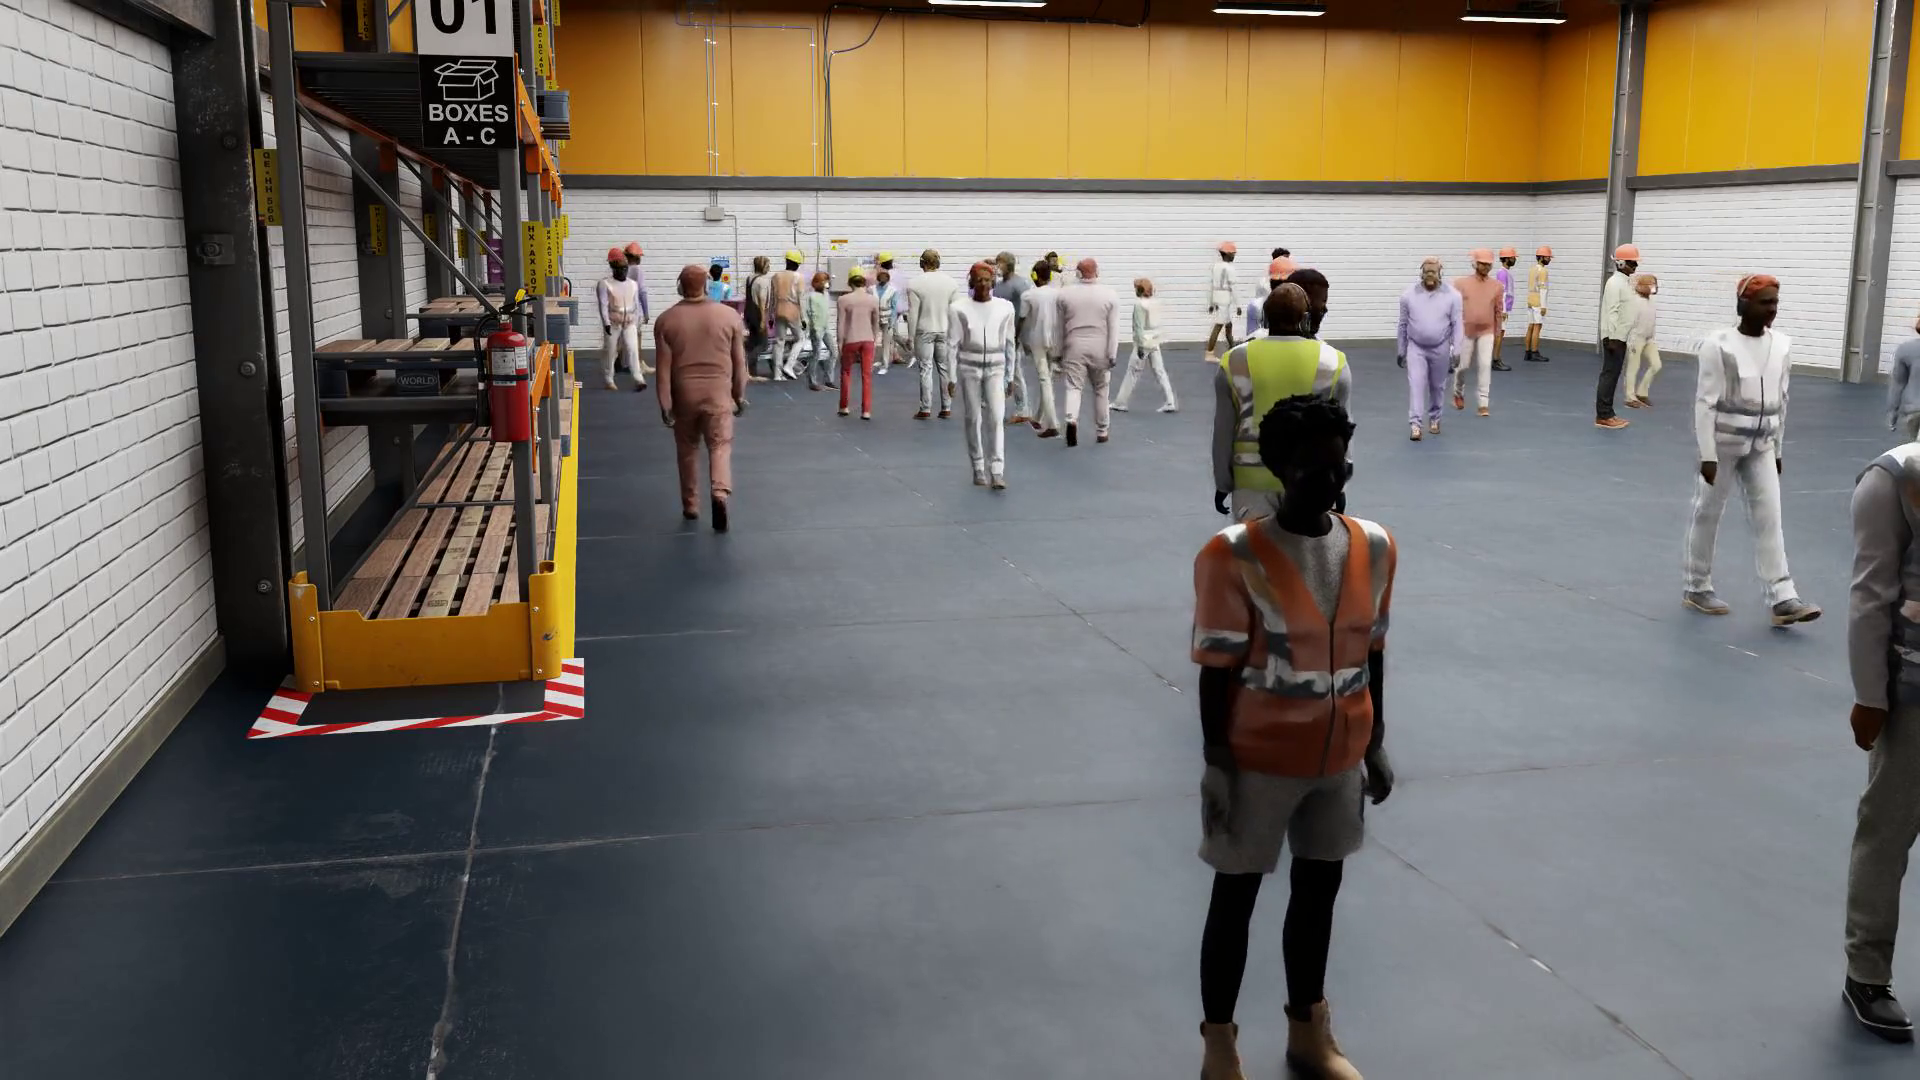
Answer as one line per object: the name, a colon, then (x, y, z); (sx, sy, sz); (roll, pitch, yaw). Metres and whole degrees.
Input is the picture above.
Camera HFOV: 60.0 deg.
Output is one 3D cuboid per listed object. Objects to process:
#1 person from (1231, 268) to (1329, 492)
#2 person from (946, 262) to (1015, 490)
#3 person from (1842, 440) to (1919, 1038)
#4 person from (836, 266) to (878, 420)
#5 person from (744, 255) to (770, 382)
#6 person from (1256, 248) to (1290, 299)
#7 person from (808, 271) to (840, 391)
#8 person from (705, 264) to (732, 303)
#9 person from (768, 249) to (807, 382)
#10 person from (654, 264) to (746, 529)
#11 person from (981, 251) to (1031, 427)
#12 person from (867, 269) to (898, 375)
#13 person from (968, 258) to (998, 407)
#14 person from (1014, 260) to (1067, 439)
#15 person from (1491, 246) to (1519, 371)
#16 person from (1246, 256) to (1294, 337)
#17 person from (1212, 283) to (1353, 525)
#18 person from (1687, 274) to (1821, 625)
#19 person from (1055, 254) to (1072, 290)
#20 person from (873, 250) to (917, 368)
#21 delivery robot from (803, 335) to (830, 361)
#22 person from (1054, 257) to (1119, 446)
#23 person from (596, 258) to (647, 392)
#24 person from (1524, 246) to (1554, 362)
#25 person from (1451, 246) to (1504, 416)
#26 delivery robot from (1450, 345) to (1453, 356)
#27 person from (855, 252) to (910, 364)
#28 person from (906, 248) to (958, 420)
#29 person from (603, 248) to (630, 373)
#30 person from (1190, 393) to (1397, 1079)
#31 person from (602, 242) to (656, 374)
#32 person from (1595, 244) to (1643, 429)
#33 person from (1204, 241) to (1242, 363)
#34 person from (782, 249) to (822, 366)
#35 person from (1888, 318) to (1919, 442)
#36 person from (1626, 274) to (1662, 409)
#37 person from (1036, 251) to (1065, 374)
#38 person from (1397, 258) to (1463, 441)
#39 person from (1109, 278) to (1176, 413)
person: (1.685, -0.413, 8.408); (0.625, 1.885, 0.741); (-9, 14, -41)
person: (0.185, -1.327, 13.589); (0.596, 1.842, 0.903); (-1, 10, -7)
person: (2.563, 0.365, 4.260); (0.590, 1.833, 0.404); (-1, 10, -7)
person: (-1.198, -2.260, 19.099); (0.528, 1.728, 0.823); (-4, 11, -19)
person: (-2.952, -3.139, 23.700); (0.506, 1.824, 0.550); (-8, 13, -37)
person: (3.923, -2.582, 20.323); (0.630, 1.929, 0.887); (1, 10, 5)
person: (-1.813, -2.802, 22.406); (0.565, 1.613, 0.520); (4, 11, 23)
person: (-3.878, -3.552, 26.447); (0.534, 1.660, 0.854); (0, 10, -3)
person: (-2.486, -3.220, 23.930); (0.721, 1.895, 0.491); (6, 12, 28)
person: (-1.844, -1.027, 11.870); (0.641, 1.873, 0.888); (-1, 10, -8)
person: (0.439, -2.187, 18.174); (0.802, 1.914, 0.632); (-4, 11, -21)
person: (-1.194, -3.259, 24.963); (0.525, 1.600, 0.731); (2, 10, 12)
person: (0.387, -2.564, 20.524); (0.571, 1.826, 0.716); (1, 10, 7)
person: (0.812, -1.986, 17.313); (0.547, 1.813, 0.952); (-5, 11, -24)
person: (8.515, -3.617, 26.023); (0.356, 1.942, 0.543); (4, 11, 19)
person: (2.594, -1.349, 13.577); (0.565, 1.890, 0.934); (3, 11, 14)
person: (1.483, -0.259, 7.691); (0.634, 1.842, 0.429); (2, 10, 11)
person: (4.200, -0.458, 8.772); (0.604, 1.844, 0.902); (-2, 10, -12)
person: (1.719, -3.961, 28.329); (0.826, 1.803, 0.588); (-5, 11, -24)
person: (-1.019, -3.677, 26.549); (0.914, 1.880, 0.594); (6, 12, 30)
delivery robot: (-2.313, -2.944, 25.878); (0.707, 0.478, 0.477); (-5, 11, -27)
person: (1.253, -1.865, 16.526); (0.662, 1.875, 0.779); (1, 10, 6)
person: (-4.566, -2.883, 22.401); (0.620, 1.787, 0.998); (-7, 12, -32)
person: (9.749, -3.970, 28.002); (0.376, 1.934, 0.546); (0, 10, -2)
person: (6.056, -2.459, 19.551); (0.624, 1.966, 0.852); (1, 10, 7)
delivery robot: (7.362, -2.905, 25.660); (0.707, 0.478, 0.477); (1, 10, 4)
person: (-1.372, -3.805, 27.324); (1.005, 1.852, 0.646); (1, 10, 5)
person: (-0.325, -2.320, 18.862); (0.627, 1.933, 0.374); (-5, 11, -25)
person: (-5.221, -3.517, 25.563); (0.535, 1.910, 0.630); (7, 12, 33)
person: (0.775, 0.501, 3.886); (0.539, 1.695, 0.319); (-4, 11, -21)
person: (-5.018, -3.481, 25.085); (0.898, 2.008, 0.611); (-10, 14, -43)
person: (7.170, -2.214, 18.098); (0.397, 1.992, 0.622); (6, 12, 30)
person: (4.492, -3.929, 27.581); (0.997, 1.995, 0.629); (-4, 11, -19)
person: (-2.560, -3.768, 27.011); (0.998, 1.898, 0.657); (4, 11, 21)
person: (7.038, -0.925, 12.095); (0.877, 1.586, 0.494); (-6, 12, -30)
person: (8.290, -2.393, 20.106); (0.524, 1.620, 0.425); (-6, 12, -31)
person: (1.402, -3.450, 25.368); (0.571, 1.868, 0.426); (-9, 13, -40)
person: (4.865, -1.984, 17.229); (0.659, 1.858, 1.023); (3, 11, 16)
person: (2.183, -2.297, 19.681); (0.876, 1.588, 0.543); (7, 12, 32)
